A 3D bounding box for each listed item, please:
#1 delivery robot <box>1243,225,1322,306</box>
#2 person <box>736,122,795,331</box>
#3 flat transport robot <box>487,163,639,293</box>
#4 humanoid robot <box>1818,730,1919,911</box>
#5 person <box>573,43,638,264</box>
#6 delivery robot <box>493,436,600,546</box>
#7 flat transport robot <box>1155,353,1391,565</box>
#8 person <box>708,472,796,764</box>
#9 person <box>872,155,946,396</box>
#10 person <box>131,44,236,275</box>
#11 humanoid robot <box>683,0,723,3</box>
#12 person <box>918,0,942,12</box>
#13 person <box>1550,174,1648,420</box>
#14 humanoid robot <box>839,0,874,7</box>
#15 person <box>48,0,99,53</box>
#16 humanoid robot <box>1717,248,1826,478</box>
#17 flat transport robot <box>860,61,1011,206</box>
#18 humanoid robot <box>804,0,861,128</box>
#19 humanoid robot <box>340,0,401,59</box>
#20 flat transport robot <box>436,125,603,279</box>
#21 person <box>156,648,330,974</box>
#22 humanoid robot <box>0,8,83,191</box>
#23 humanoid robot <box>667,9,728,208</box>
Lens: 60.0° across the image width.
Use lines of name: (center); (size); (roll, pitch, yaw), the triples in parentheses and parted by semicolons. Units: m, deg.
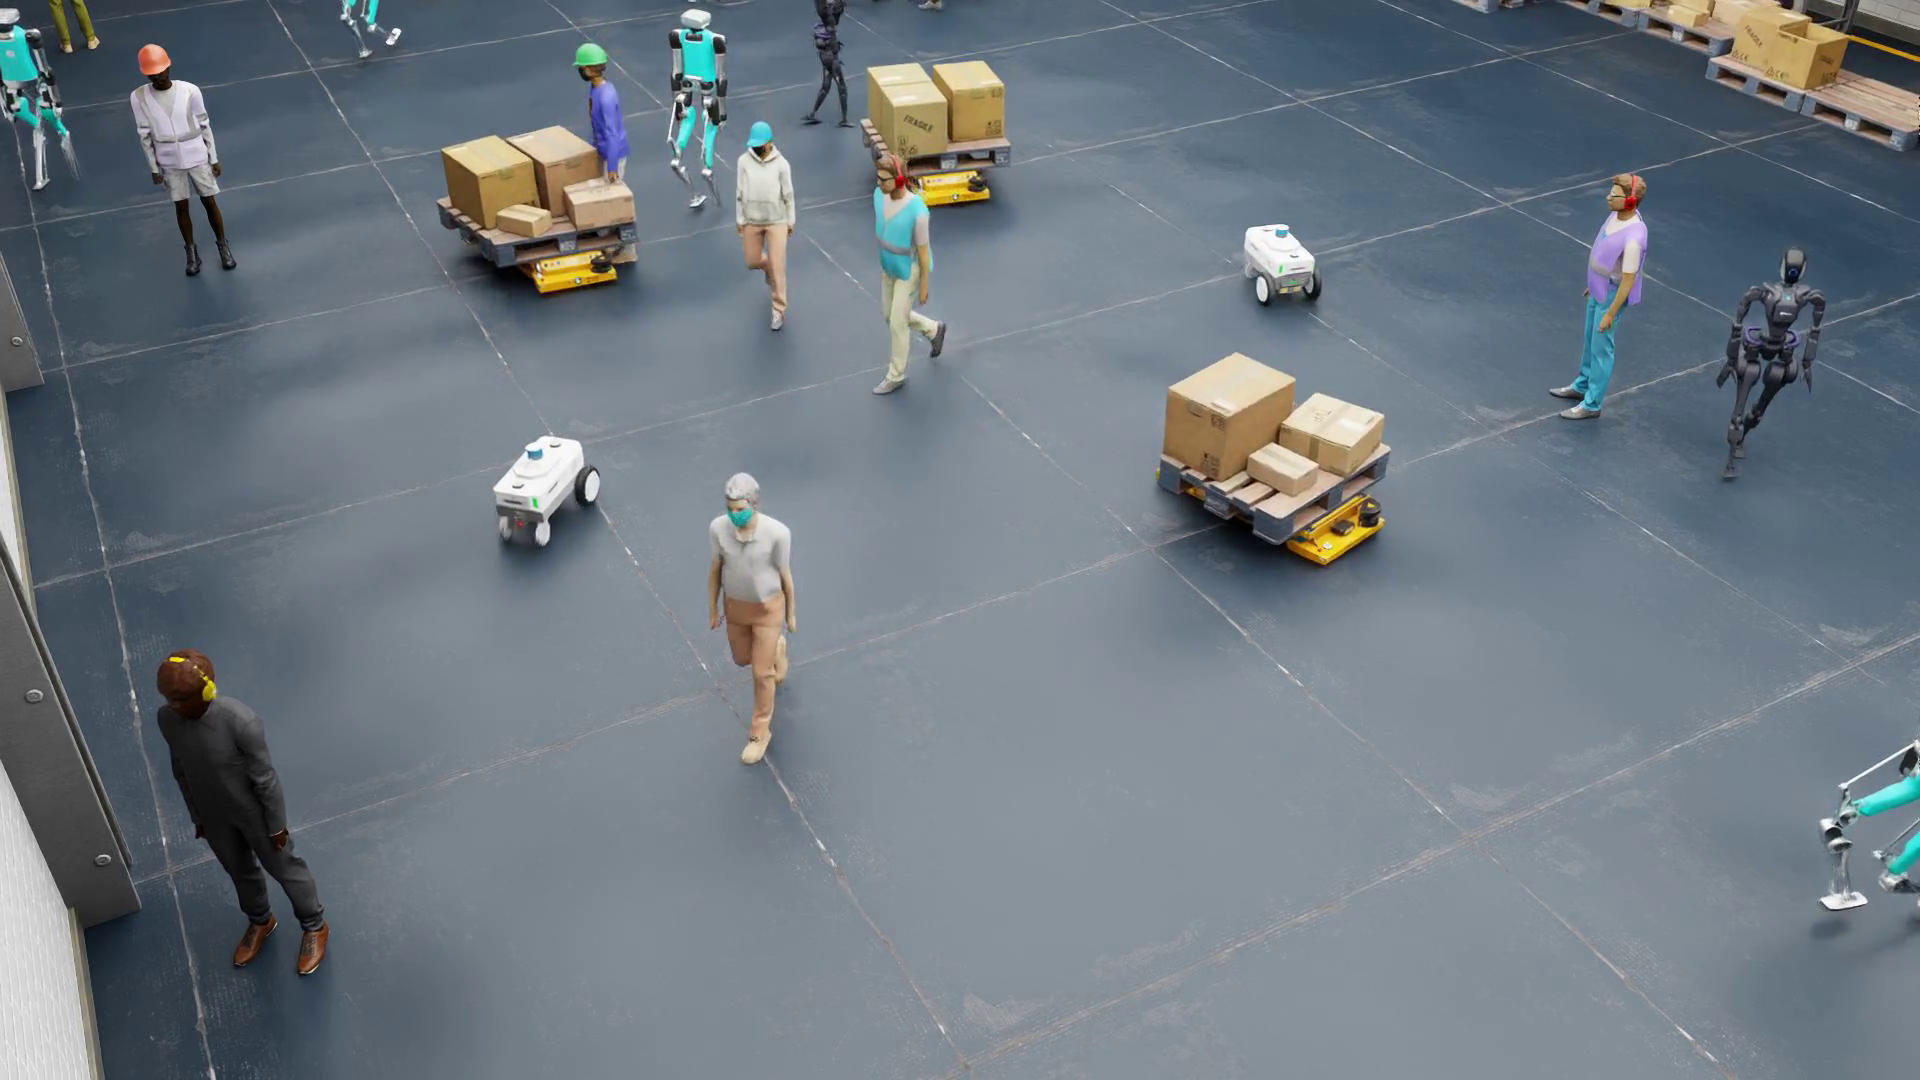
delivery robot: (2.656, -2.289, 13.752); (0.523, 0.614, 0.785); (-10, 36, -14)
person: (-1.517, -2.537, 13.118); (0.458, 1.644, 0.678); (4, 35, 6)
flat transport robot: (-3.476, -2.551, 14.358); (0.659, 0.231, 1.431); (-15, 38, -20)
humanoid robot: (4.486, 1.167, 7.759); (1.001, 1.728, 0.537); (-7, 36, -10)
person: (-2.962, -3.242, 13.966); (0.382, 1.861, 0.476); (-12, 37, -16)
delivery robot: (-2.765, -0.370, 11.003); (0.499, 0.603, 0.803); (9, 36, 13)
flat transport robot: (2.070, -0.317, 11.169); (0.659, 0.231, 1.431); (-29, 44, -34)
person: (-1.107, 0.321, 8.998); (0.466, 1.720, 0.746); (8, 36, 11)
person: (-0.385, -1.979, 12.189); (0.709, 1.819, 0.563); (-25, 42, -31)
person: (-6.421, -3.138, 13.743); (0.551, 1.935, 0.357); (-13, 37, -18)
humanoid robot: (-3.040, -7.189, 19.710); (0.884, 1.780, 0.543); (8, 36, 11)
person: (-0.580, -7.274, 19.684); (0.965, 1.890, 0.578); (19, 39, 25)
person: (4.596, -1.717, 11.792); (0.388, 1.847, 0.564); (3, 35, 5)
humanoid robot: (-1.268, -7.178, 19.757); (0.643, 1.637, 0.609); (-4, 35, -6)
person: (-10.015, -6.337, 18.397); (0.535, 1.836, 0.369); (-17, 39, -23)
humanoid robot: (5.461, -1.179, 11.192); (0.598, 1.637, 0.706); (7, 36, 10)
flat transport robot: (-0.235, -3.556, 15.793); (0.659, 0.231, 1.431); (-9, 36, -13)
humanoid robot: (-1.299, -4.911, 16.533); (0.597, 1.654, 0.601); (-2, 35, -2)
humanoid robot: (-6.504, -6.083, 18.113); (0.558, 1.738, 1.008); (5, 35, 7)
flat transport robot: (-3.744, -2.656, 14.508); (0.659, 0.231, 1.431); (-25, 42, -31)
person: (-3.282, 1.232, 7.570); (0.491, 1.867, 0.353); (6, 35, 9)
humanoid robot: (-8.463, -4.018, 15.248); (0.546, 1.857, 0.789); (-8, 36, -12)
humanoid robot: (-2.377, -3.709, 14.795); (0.548, 1.850, 0.710); (9, 36, 13)
